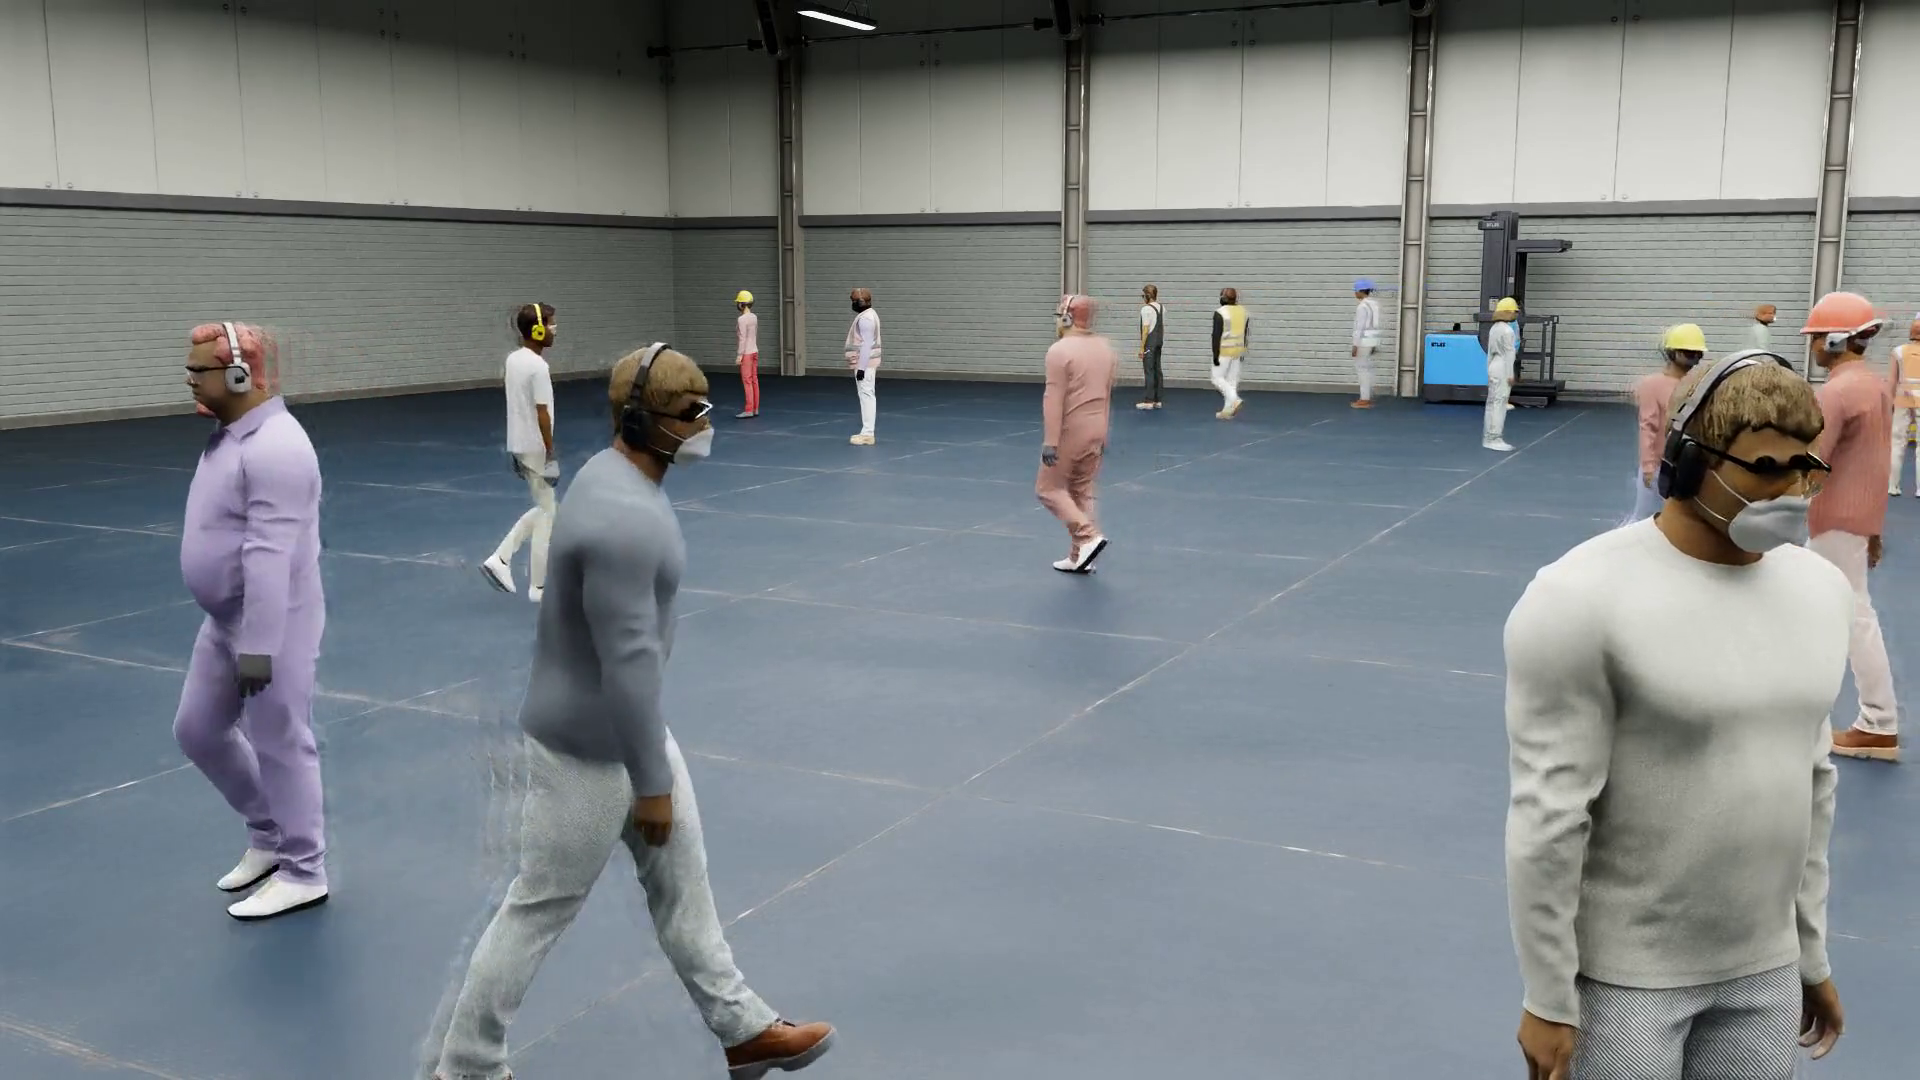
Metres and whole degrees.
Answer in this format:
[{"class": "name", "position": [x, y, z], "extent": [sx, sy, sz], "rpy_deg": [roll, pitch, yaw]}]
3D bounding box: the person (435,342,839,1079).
[{"class": "person", "position": [-0.811, 0.476, 3.955], "extent": [1.038, 1.875, 0.655], "rpy_deg": [-1, 9, -7]}]

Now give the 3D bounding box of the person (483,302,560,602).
[{"class": "person", "position": [-2.667, -0.535, 10.285], "extent": [0.460, 1.855, 0.540], "rpy_deg": [-7, 11, -36]}]

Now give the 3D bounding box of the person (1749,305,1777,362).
[{"class": "person", "position": [10.595, -2.286, 21.885], "extent": [0.817, 1.599, 0.513], "rpy_deg": [7, 11, 36]}]

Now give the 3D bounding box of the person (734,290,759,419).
[{"class": "person", "position": [-2.986, -2.590, 23.226], "extent": [0.308, 1.772, 0.525], "rpy_deg": [2, 10, 14]}]

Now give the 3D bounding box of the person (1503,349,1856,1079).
[{"class": "person", "position": [1.125, 0.672, 2.604], "extent": [0.627, 1.935, 0.371], "rpy_deg": [-4, 10, -21]}]

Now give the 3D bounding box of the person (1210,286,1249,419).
[{"class": "person", "position": [3.727, -2.576, 22.947], "extent": [0.624, 1.832, 0.546], "rpy_deg": [-7, 11, -35]}]

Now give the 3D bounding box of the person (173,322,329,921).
[{"class": "person", "position": [-2.247, 0.267, 5.250], "extent": [0.434, 1.892, 0.646], "rpy_deg": [-8, 12, -39]}]

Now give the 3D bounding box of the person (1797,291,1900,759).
[{"class": "person", "position": [3.652, -0.081, 7.175], "extent": [0.973, 1.946, 0.630], "rpy_deg": [8, 12, 42]}]

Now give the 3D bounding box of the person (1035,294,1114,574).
[{"class": "person", "position": [0.776, -0.697, 11.179], "extent": [0.471, 1.890, 0.668], "rpy_deg": [8, 12, 39]}]

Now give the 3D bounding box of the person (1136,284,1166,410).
[{"class": "person", "position": [2.837, -2.869, 24.725], "extent": [0.346, 1.843, 0.506], "rpy_deg": [8, 12, 42]}]

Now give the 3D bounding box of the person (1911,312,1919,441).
[{"class": "person", "position": [11.688, -2.161, 20.062], "extent": [0.552, 1.935, 0.365], "rpy_deg": [-2, 10, -15]}]

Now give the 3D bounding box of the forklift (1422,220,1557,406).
[{"class": "forklift", "position": [8.245, -3.527, 25.720], "extent": [1.873, 2.768, 1.129], "rpy_deg": [5, 10, 27]}]

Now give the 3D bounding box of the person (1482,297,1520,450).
[{"class": "person", "position": [6.255, -1.916, 19.154], "extent": [0.321, 1.741, 0.492], "rpy_deg": [-1, 9, -7]}]

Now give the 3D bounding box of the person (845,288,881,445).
[{"class": "person", "position": [-1.152, -2.063, 19.770], "extent": [0.429, 1.839, 0.623], "rpy_deg": [0, 9, 1]}]

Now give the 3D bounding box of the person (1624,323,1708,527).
[{"class": "person", "position": [4.391, -0.486, 10.360], "extent": [0.523, 1.732, 0.840], "rpy_deg": [-2, 9, -10]}]

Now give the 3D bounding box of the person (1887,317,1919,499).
[{"class": "person", "position": [8.646, -1.195, 15.032], "extent": [0.311, 1.636, 0.522], "rpy_deg": [-7, 12, -38]}]

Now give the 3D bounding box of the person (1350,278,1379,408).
[{"class": "person", "position": [6.025, -2.939, 24.856], "extent": [0.446, 1.930, 0.633], "rpy_deg": [5, 11, 29]}]

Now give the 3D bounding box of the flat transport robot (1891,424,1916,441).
[{"class": "flat transport robot", "position": [10.985, -1.292, 19.962], "extent": [1.431, 0.197, 0.652], "rpy_deg": [-2, 10, -15]}]

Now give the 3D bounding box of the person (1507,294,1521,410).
[{"class": "person", "position": [8.112, -2.776, 24.585], "extent": [0.319, 1.698, 0.539], "rpy_deg": [3, 10, 18]}]
